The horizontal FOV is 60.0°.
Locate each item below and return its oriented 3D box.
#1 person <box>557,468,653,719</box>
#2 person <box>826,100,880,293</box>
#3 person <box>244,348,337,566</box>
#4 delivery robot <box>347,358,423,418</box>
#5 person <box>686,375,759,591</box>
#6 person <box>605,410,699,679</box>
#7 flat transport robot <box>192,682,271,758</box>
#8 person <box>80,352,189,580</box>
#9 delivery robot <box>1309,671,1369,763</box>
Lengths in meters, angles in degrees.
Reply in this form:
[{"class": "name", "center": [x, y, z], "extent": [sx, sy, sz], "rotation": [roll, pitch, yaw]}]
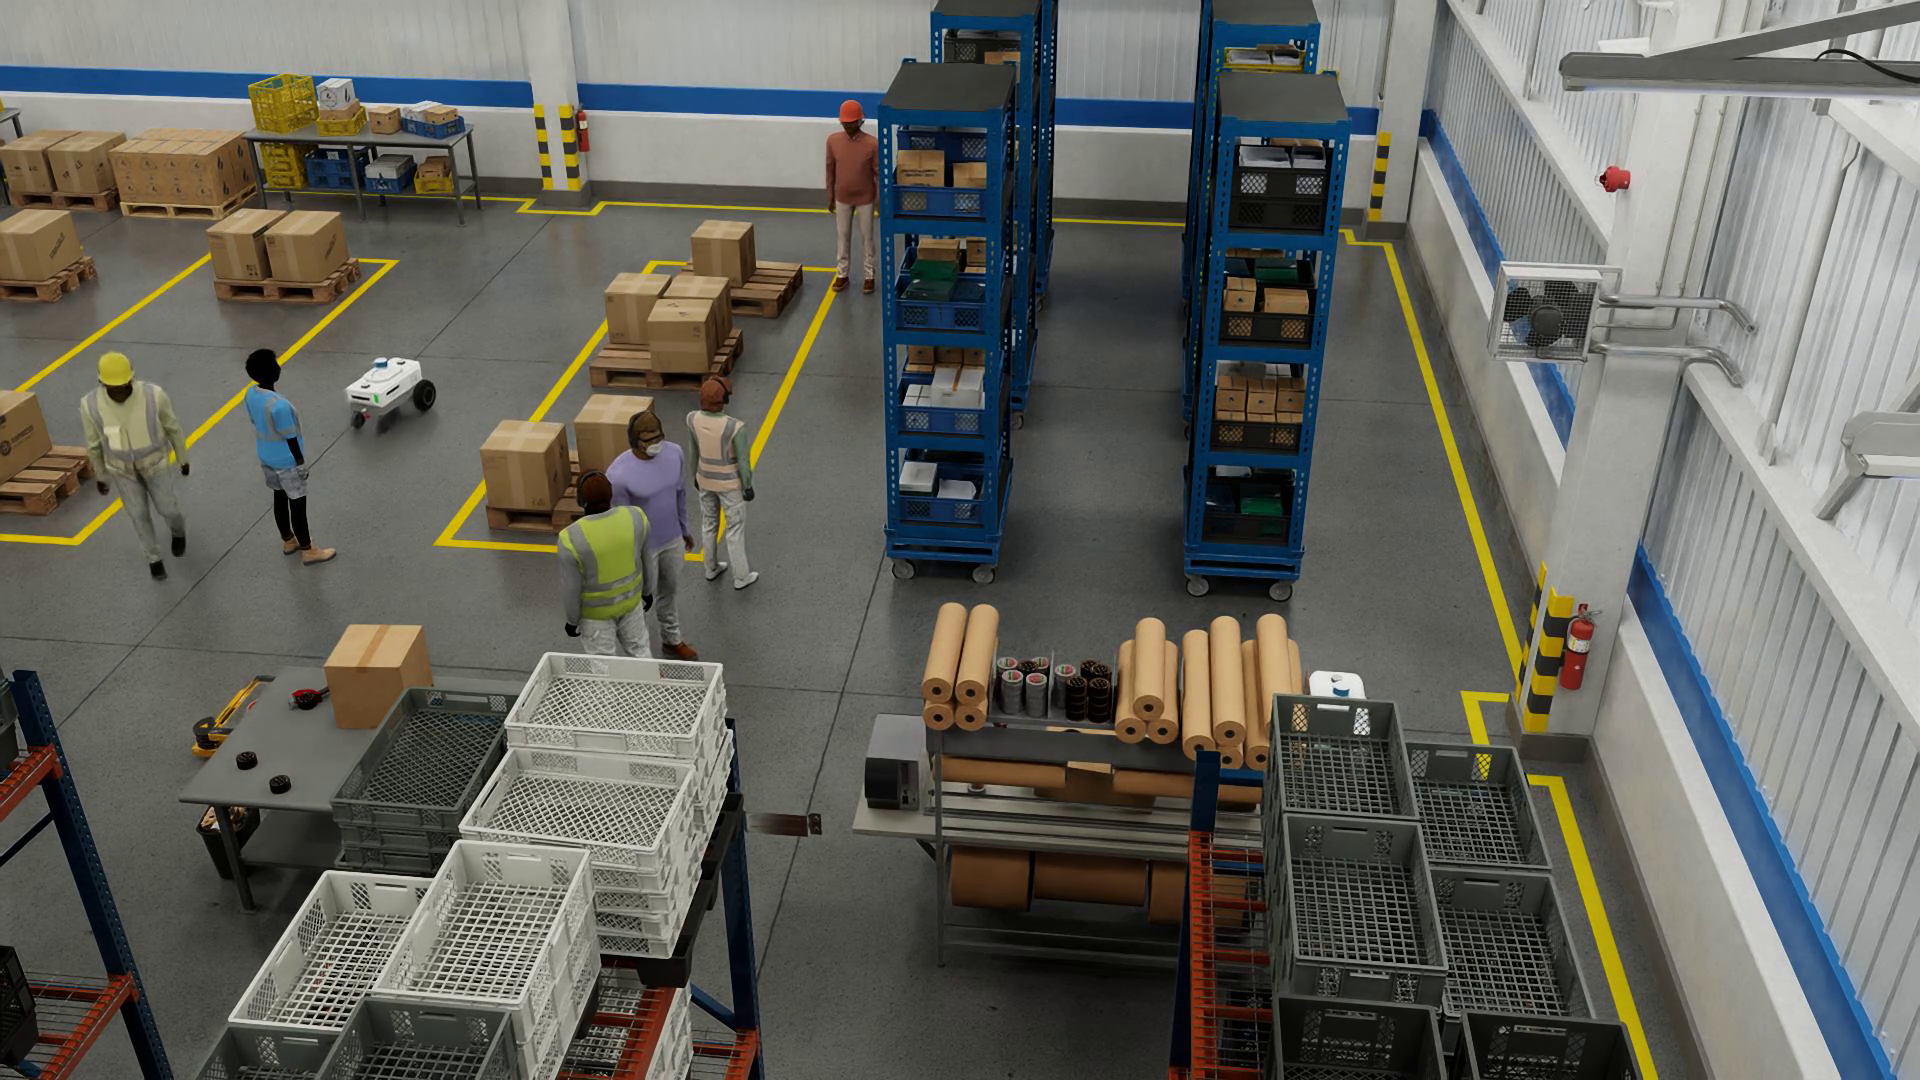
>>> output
[{"class": "person", "center": [-2.207, 0.388, 10.430], "extent": [0.634, 1.842, 0.429], "rotation": [-23, 37, -34]}, {"class": "person", "center": [-1.071, -3.496, 16.950], "extent": [0.612, 1.995, 0.392], "rotation": [7, 31, 12]}, {"class": "person", "center": [-4.997, -0.616, 12.294], "extent": [0.532, 1.699, 0.318], "rotation": [23, 37, 34]}, {"class": "delivery robot", "center": [-5.050, -1.360, 14.612], "extent": [0.477, 0.478, 0.707], "rotation": [10, 32, 16]}, {"class": "person", "center": [-1.724, -0.409, 12.009], "extent": [0.518, 1.633, 0.312], "rotation": [16, 34, 25]}, {"class": "person", "center": [-2.018, 0.017, 10.971], "extent": [0.366, 1.938, 0.630], "rotation": [23, 37, 34]}, {"class": "flat transport robot", "center": [-4.089, 1.163, 10.648], "extent": [1.431, 0.197, 0.652], "rotation": [3, 30, 6]}, {"class": "person", "center": [-5.958, -0.559, 12.087], "extent": [0.632, 1.811, 0.477], "rotation": [-10, 32, -17]}, {"class": "delivery robot", "center": [2.357, 1.104, 10.380], "extent": [0.477, 0.478, 0.707], "rotation": [4, 31, 7]}]
